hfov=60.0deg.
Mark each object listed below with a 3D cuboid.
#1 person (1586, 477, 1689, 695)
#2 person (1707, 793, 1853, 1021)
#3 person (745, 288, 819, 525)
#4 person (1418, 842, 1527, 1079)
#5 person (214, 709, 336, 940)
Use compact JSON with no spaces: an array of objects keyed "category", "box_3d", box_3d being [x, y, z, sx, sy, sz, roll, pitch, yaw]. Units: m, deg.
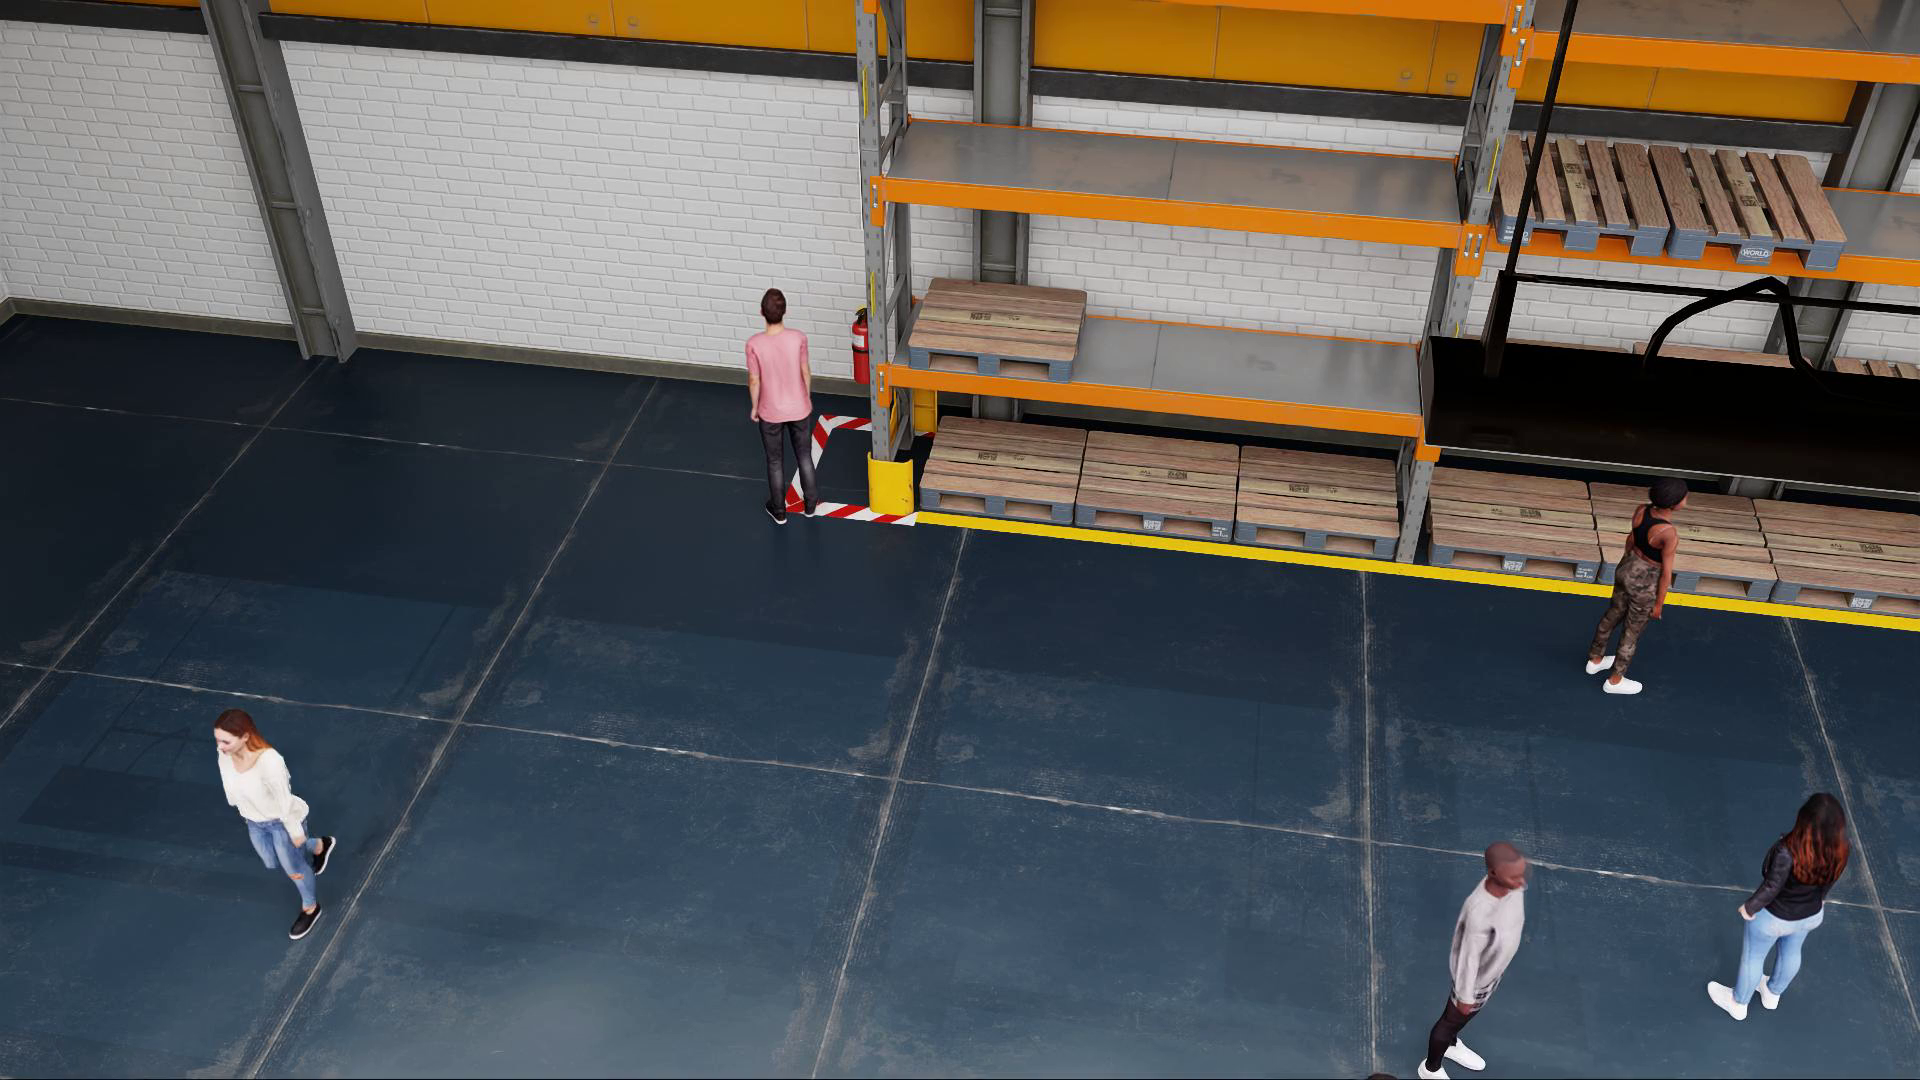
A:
[{"category":"person","box_3d":[4.475,0.281,10.966,0.654,1.699,0.657,-10,40,-12]},{"category":"person","box_3d":[4.430,1.967,8.909,0.634,1.632,0.769,-8,39,-10]},{"category":"person","box_3d":[-1.309,-0.974,12.330,0.642,1.958,0.771,-10,40,-12]},{"category":"person","box_3d":[2.640,2.181,8.529,0.701,1.772,0.695,27,46,30]},{"category":"person","box_3d":[-3.824,1.526,9.424,0.801,1.679,0.777,13,41,16]}]
